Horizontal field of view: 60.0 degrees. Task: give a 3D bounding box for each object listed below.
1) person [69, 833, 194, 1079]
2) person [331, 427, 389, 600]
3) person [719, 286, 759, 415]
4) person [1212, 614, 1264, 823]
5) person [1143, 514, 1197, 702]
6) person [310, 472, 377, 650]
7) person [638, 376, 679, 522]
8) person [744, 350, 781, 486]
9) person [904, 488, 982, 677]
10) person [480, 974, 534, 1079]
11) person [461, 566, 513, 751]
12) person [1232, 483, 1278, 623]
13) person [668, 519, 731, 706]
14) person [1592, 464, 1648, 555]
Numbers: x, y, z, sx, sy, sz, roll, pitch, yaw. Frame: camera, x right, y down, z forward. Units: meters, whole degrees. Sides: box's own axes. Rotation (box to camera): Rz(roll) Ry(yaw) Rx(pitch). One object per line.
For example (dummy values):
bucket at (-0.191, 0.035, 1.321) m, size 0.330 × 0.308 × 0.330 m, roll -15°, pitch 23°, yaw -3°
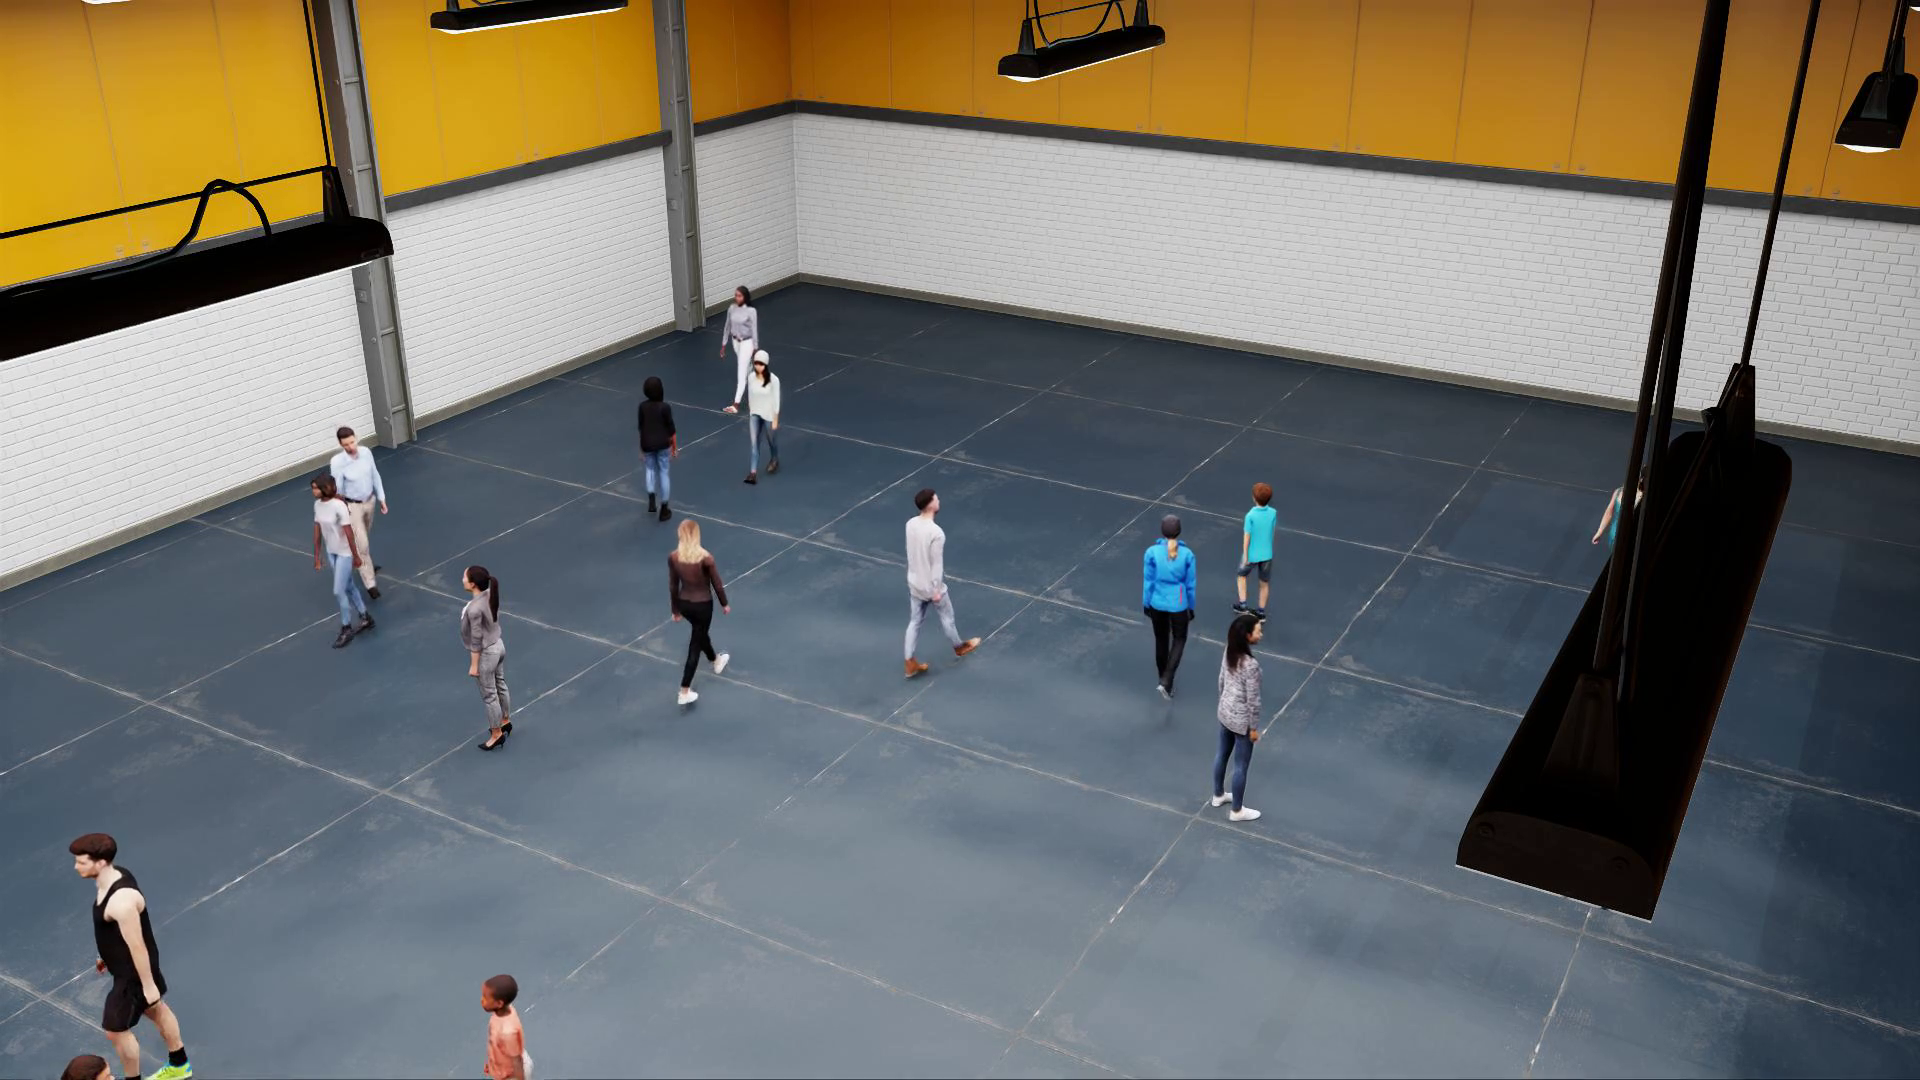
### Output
person at (-5.005, 2.585, 10.226) m, size 0.962 × 1.876 × 0.895 m, roll -16°, pitch 28°, yaw -32°
person at (-6.179, -0.348, 17.044) m, size 0.828 × 1.790 × 1.031 m, roll 12°, pitch 26°, yaw 25°
person at (-2.849, -2.572, 22.281) m, size 0.668 × 1.669 × 1.209 m, roll 15°, pitch 28°, yaw 31°
person at (2.193, 1.385, 13.151) m, size 0.716 × 1.732 × 0.688 m, roll -10°, pitch 26°, yaw -22°
person at (1.854, 0.639, 14.788) m, size 0.766 × 1.788 × 0.969 m, roll 6°, pitch 24°, yaw 14°
person at (-5.914, 0.125, 16.072) m, size 0.624 × 1.701 × 0.806 m, roll 15°, pitch 28°, yaw 31°
person at (-3.409, -0.989, 18.634) m, size 0.674 × 1.690 × 0.715 m, roll 1°, pitch 24°, yaw 2°
person at (-2.301, -1.494, 19.904) m, size 0.783 × 1.598 × 1.174 m, roll 7°, pitch 25°, yaw 16°
person at (-0.364, 0.418, 15.270) m, size 1.170 × 1.807 × 0.929 m, roll -19°, pitch 30°, yaw -37°
person at (-2.572, 3.097, 9.773) m, size 0.628 × 1.302 × 0.567 m, roll -7°, pitch 25°, yaw -16°
person at (-4.013, 0.985, 14.133) m, size 0.767 × 1.678 × 0.657 m, roll 3°, pitch 24°, yaw 6°
person at (2.971, 0.140, 16.368) m, size 0.684 × 1.436 × 0.744 m, roll -6°, pitch 24°, yaw -13°
person at (-2.396, 0.682, 14.867) m, size 0.690 × 1.646 × 1.166 m, roll 10°, pitch 26°, yaw 22°
person at (6.573, 0.037, 16.348) m, size 1.087 × 1.642 × 0.951 m, roll -9°, pitch 25°, yaw -21°
